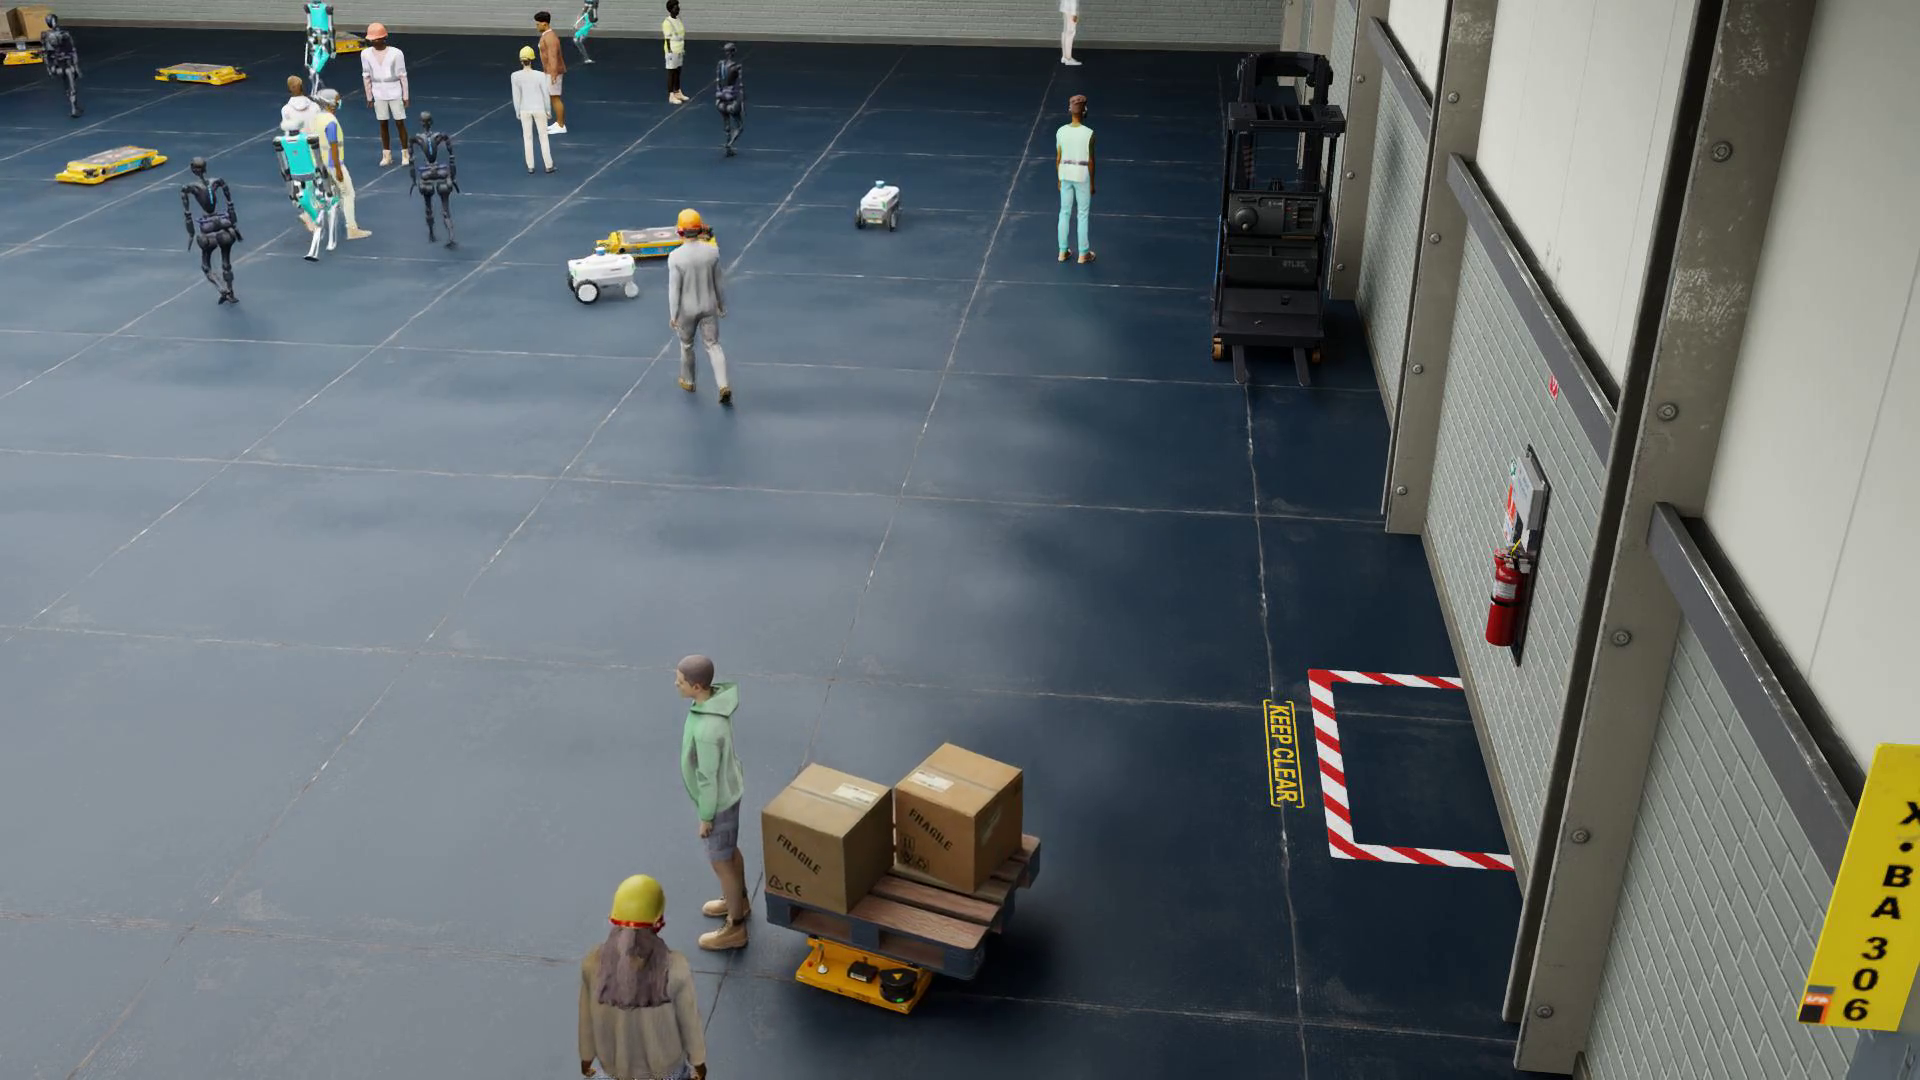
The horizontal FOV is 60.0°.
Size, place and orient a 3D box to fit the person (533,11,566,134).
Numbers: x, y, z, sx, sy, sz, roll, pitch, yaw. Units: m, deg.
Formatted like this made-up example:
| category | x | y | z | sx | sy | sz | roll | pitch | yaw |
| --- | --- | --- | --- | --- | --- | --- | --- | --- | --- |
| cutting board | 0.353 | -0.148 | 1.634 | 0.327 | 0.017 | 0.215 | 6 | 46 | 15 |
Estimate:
| category | x | y | z | sx | sy | sz | roll | pitch | yaw |
| --- | --- | --- | --- | --- | --- | --- | --- | --- | --- |
| person | -6.359 | -7.308 | 25.974 | 0.413 | 1.842 | 0.794 | -10 | 28 | -19 |

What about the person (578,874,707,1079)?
| category | x | y | z | sx | sy | sz | roll | pitch | yaw |
| --- | --- | --- | --- | --- | --- | --- | --- | --- | --- |
| person | -1.357 | 2.194 | 7.126 | 0.562 | 1.741 | 0.432 | 1 | 27 | 1 |

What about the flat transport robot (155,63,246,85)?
| category | x | y | z | sx | sy | sz | roll | pitch | yaw |
| --- | --- | --- | --- | --- | --- | --- | --- | --- | --- |
| flat transport robot | -13.628 | -8.352 | 29.813 | 1.431 | 0.231 | 0.659 | 8 | 28 | 16 |

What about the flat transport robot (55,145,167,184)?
| category | x | y | z | sx | sy | sz | roll | pitch | yaw |
| --- | --- | --- | --- | --- | --- | --- | --- | --- | --- |
| flat transport robot | -12.197 | -5.396 | 23.911 | 0.659 | 0.231 | 1.431 | 9 | 28 | 17 |

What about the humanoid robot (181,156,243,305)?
| category | x | y | z | sx | sy | sz | roll | pitch | yaw |
| --- | --- | --- | --- | --- | --- | --- | --- | --- | --- |
| humanoid robot | -8.229 | -3.418 | 18.390 | 0.419 | 1.640 | 0.605 | 22 | 34 | 37 |

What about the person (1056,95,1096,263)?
| category | x | y | z | sx | sy | sz | roll | pitch | yaw |
| --- | --- | --- | --- | --- | --- | --- | --- | --- | --- |
| person | 1.373 | -4.283 | 19.784 | 0.484 | 1.979 | 0.405 | 12 | 29 | 23 |

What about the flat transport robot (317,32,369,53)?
| category | x | y | z | sx | sy | sz | roll | pitch | yaw |
| --- | --- | --- | --- | --- | --- | --- | --- | --- | --- |
| flat transport robot | -12.172 | -9.753 | 32.609 | 0.659 | 0.231 | 1.431 | -19 | 32 | -33 |

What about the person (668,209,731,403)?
| category | x | y | z | sx | sy | sz | roll | pitch | yaw |
| --- | --- | --- | --- | --- | --- | --- | --- | --- | --- |
| person | -2.483 | -2.221 | 15.794 | 0.584 | 1.864 | 0.878 | -13 | 29 | -24 |

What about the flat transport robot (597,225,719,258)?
| category | x | y | z | sx | sy | sz | roll | pitch | yaw |
| --- | --- | --- | --- | --- | --- | --- | --- | --- | --- |
| flat transport robot | -3.713 | -3.634 | 20.394 | 1.431 | 0.231 | 0.659 | -6 | 27 | -12 |

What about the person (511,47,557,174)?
| category | x | y | z | sx | sy | sz | roll | pitch | yaw |
| --- | --- | --- | --- | --- | --- | --- | --- | --- | --- |
| person | -6.070 | -6.103 | 23.650 | 0.523 | 1.769 | 0.321 | 1 | 27 | 1 |

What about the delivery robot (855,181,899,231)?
| category | x | y | z | sx | sy | sz | roll | pitch | yaw |
| --- | --- | --- | --- | --- | --- | --- | --- | --- | --- |
| delivery robot | -1.035 | -4.295 | 21.410 | 0.499 | 0.610 | 0.788 | 6 | 27 | 12 |

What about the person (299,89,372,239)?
| category | x | y | z | sx | sy | sz | roll | pitch | yaw |
| --- | --- | --- | --- | --- | --- | --- | --- | --- | --- |
| person | -7.863 | -4.633 | 20.621 | 0.739 | 1.868 | 0.519 | -15 | 30 | -27 |

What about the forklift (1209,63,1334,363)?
| category | x | y | z | sx | sy | sz | roll | pitch | yaw |
| --- | --- | --- | --- | --- | --- | --- | --- | --- | --- |
| forklift | 3.241 | -3.477 | 17.183 | 1.129 | 2.768 | 1.873 | 3 | 27 | 6 |

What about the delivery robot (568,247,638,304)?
| category | x | y | z | sx | sy | sz | roll | pitch | yaw |
| --- | --- | --- | --- | --- | --- | --- | --- | --- | --- |
| delivery robot | -4.063 | -2.999 | 18.825 | 0.812 | 0.611 | 0.499 | -10 | 28 | -20 |

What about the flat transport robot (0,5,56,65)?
| category | x | y | z | sx | sy | sz | roll | pitch | yaw |
| --- | --- | --- | --- | --- | --- | --- | --- | --- | --- |
| flat transport robot | -17.758 | -9.270 | 31.645 | 0.659 | 0.231 | 1.431 | -10 | 28 | -20 |

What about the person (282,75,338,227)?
| category | x | y | z | sx | sy | sz | roll | pitch | yaw |
| --- | --- | --- | --- | --- | --- | --- | --- | --- | --- |
| person | -8.282 | -4.926 | 21.140 | 0.489 | 1.914 | 0.374 | -16 | 31 | -28 |

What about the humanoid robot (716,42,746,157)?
| category | x | y | z | sx | sy | sz | roll | pitch | yaw |
| --- | --- | --- | --- | --- | --- | --- | --- | --- | --- |
| humanoid robot | -3.416 | -6.470 | 24.486 | 0.588 | 1.646 | 0.389 | 19 | 32 | 33 |

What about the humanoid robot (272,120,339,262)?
| category | x | y | z | sx | sy | sz | roll | pitch | yaw |
| --- | --- | --- | --- | --- | --- | --- | --- | --- | --- |
| humanoid robot | -7.729 | -4.184 | 19.846 | 0.566 | 1.736 | 1.010 | 0 | 27 | 0 |

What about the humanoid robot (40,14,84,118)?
| category | x | y | z | sx | sy | sz | roll | pitch | yaw |
| --- | --- | --- | --- | --- | --- | --- | --- | --- | --- |
| humanoid robot | -14.539 | -7.691 | 26.963 | 0.595 | 1.620 | 0.776 | 0 | 27 | 0 |

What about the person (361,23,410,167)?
| category | x | y | z | sx | sy | sz | roll | pitch | yaw |
| --- | --- | --- | --- | --- | --- | --- | --- | --- | --- |
| person | -8.244 | -6.395 | 23.931 | 0.613 | 2.039 | 0.382 | -2 | 27 | -4 |

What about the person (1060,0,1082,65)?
| category | x | y | z | sx | sy | sz | roll | pitch | yaw |
| --- | --- | --- | --- | --- | --- | --- | --- | --- | --- |
| person | 2.051 | -9.820 | 30.948 | 0.405 | 1.879 | 0.498 | -4 | 27 | -9 |

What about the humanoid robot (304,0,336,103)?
| category | x | y | z | sx | sy | sz | roll | pitch | yaw |
| --- | --- | --- | --- | --- | --- | --- | --- | --- | --- |
| humanoid robot | -10.878 | -8.212 | 27.929 | 0.550 | 1.788 | 0.925 | 7 | 28 | 15 |

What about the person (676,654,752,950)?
| category | x | y | z | sx | sy | sz | roll | pitch | yaw |
| --- | --- | --- | --- | --- | --- | --- | --- | --- | --- |
| person | -1.287 | 1.369 | 8.775 | 0.315 | 1.734 | 0.478 | -2 | 27 | -4 |

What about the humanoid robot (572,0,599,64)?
| category | x | y | z | sx | sy | sz | roll | pitch | yaw |
| --- | --- | --- | --- | --- | --- | --- | --- | --- | --- |
| humanoid robot | -6.995 | -9.613 | 30.796 | 0.739 | 1.892 | 0.541 | -15 | 30 | -28 |

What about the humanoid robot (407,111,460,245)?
| category | x | y | z | sx | sy | sz | roll | pitch | yaw |
| --- | --- | --- | --- | --- | --- | --- | --- | --- | --- |
| humanoid robot | -6.486 | -4.442 | 20.474 | 0.593 | 1.640 | 0.569 | -10 | 28 | -20 |

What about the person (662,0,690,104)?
| category | x | y | z | sx | sy | sz | roll | pitch | yaw |
| --- | --- | --- | --- | --- | --- | --- | --- | --- | --- |
| person | -4.785 | -8.216 | 27.943 | 0.322 | 1.696 | 0.535 | 9 | 28 | 17 |

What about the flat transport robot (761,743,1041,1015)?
| category | x | y | z | sx | sy | sz | roll | pitch | yaw |
| --- | --- | --- | --- | --- | --- | --- | --- | --- | --- |
| flat transport robot | -0.280 | 2.006 | 9.133 | 0.659 | 0.231 | 1.431 | 11 | 29 | 21 |
